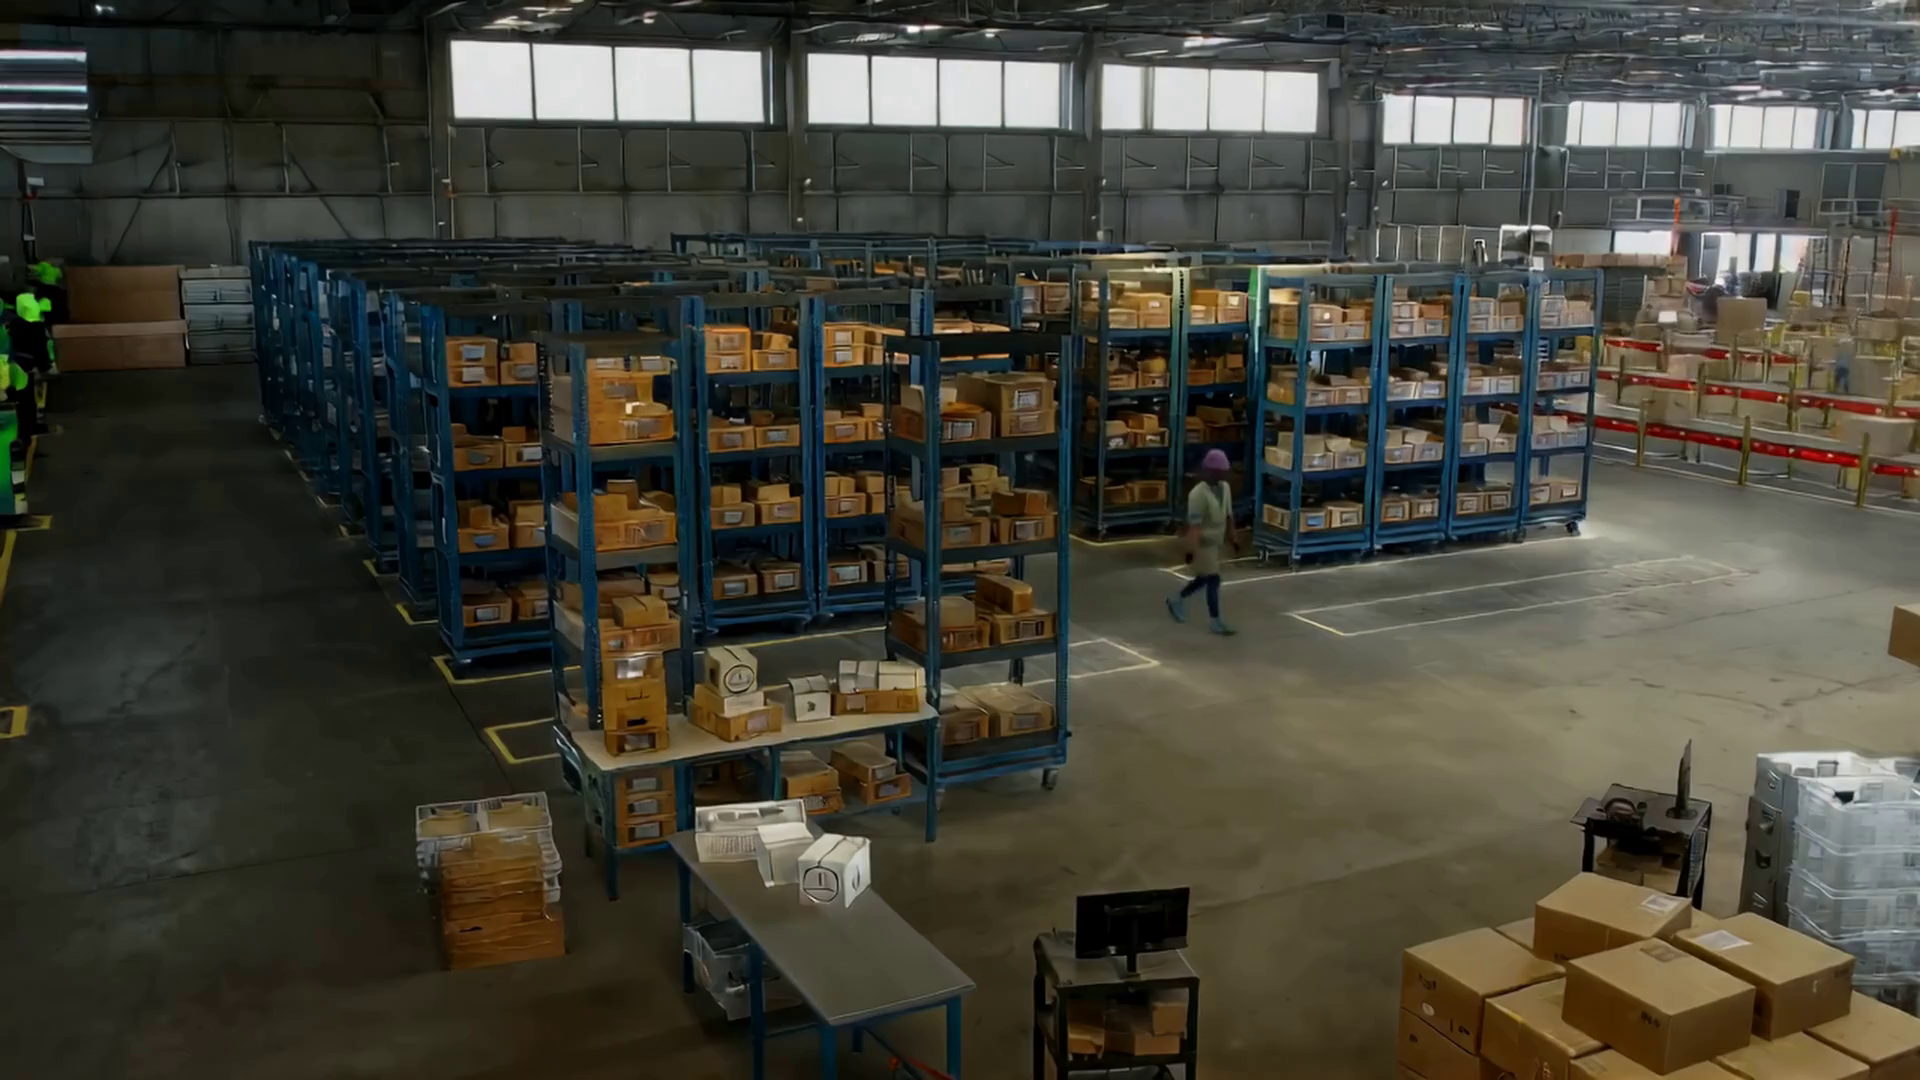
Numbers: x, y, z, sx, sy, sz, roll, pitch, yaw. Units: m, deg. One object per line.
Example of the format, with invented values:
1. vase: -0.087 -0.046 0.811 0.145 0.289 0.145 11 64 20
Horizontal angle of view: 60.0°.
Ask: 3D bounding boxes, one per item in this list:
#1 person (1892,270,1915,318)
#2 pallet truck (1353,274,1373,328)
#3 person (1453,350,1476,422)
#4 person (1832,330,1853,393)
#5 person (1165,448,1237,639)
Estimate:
1. person: 33.691 -8.749 59.224 0.488 1.700 0.893 -8 14 -32
2. pallet truck: 13.011 -8.050 55.243 0.823 1.965 1.885 -7 14 -28
3. person: 8.754 -2.396 29.134 0.654 1.853 1.012 -6 13 -26
4. person: 19.023 -3.727 35.910 0.568 1.601 0.531 -2 12 -11
5. person: 2.556 -0.003 17.590 0.911 2.013 0.608 10 16 40
